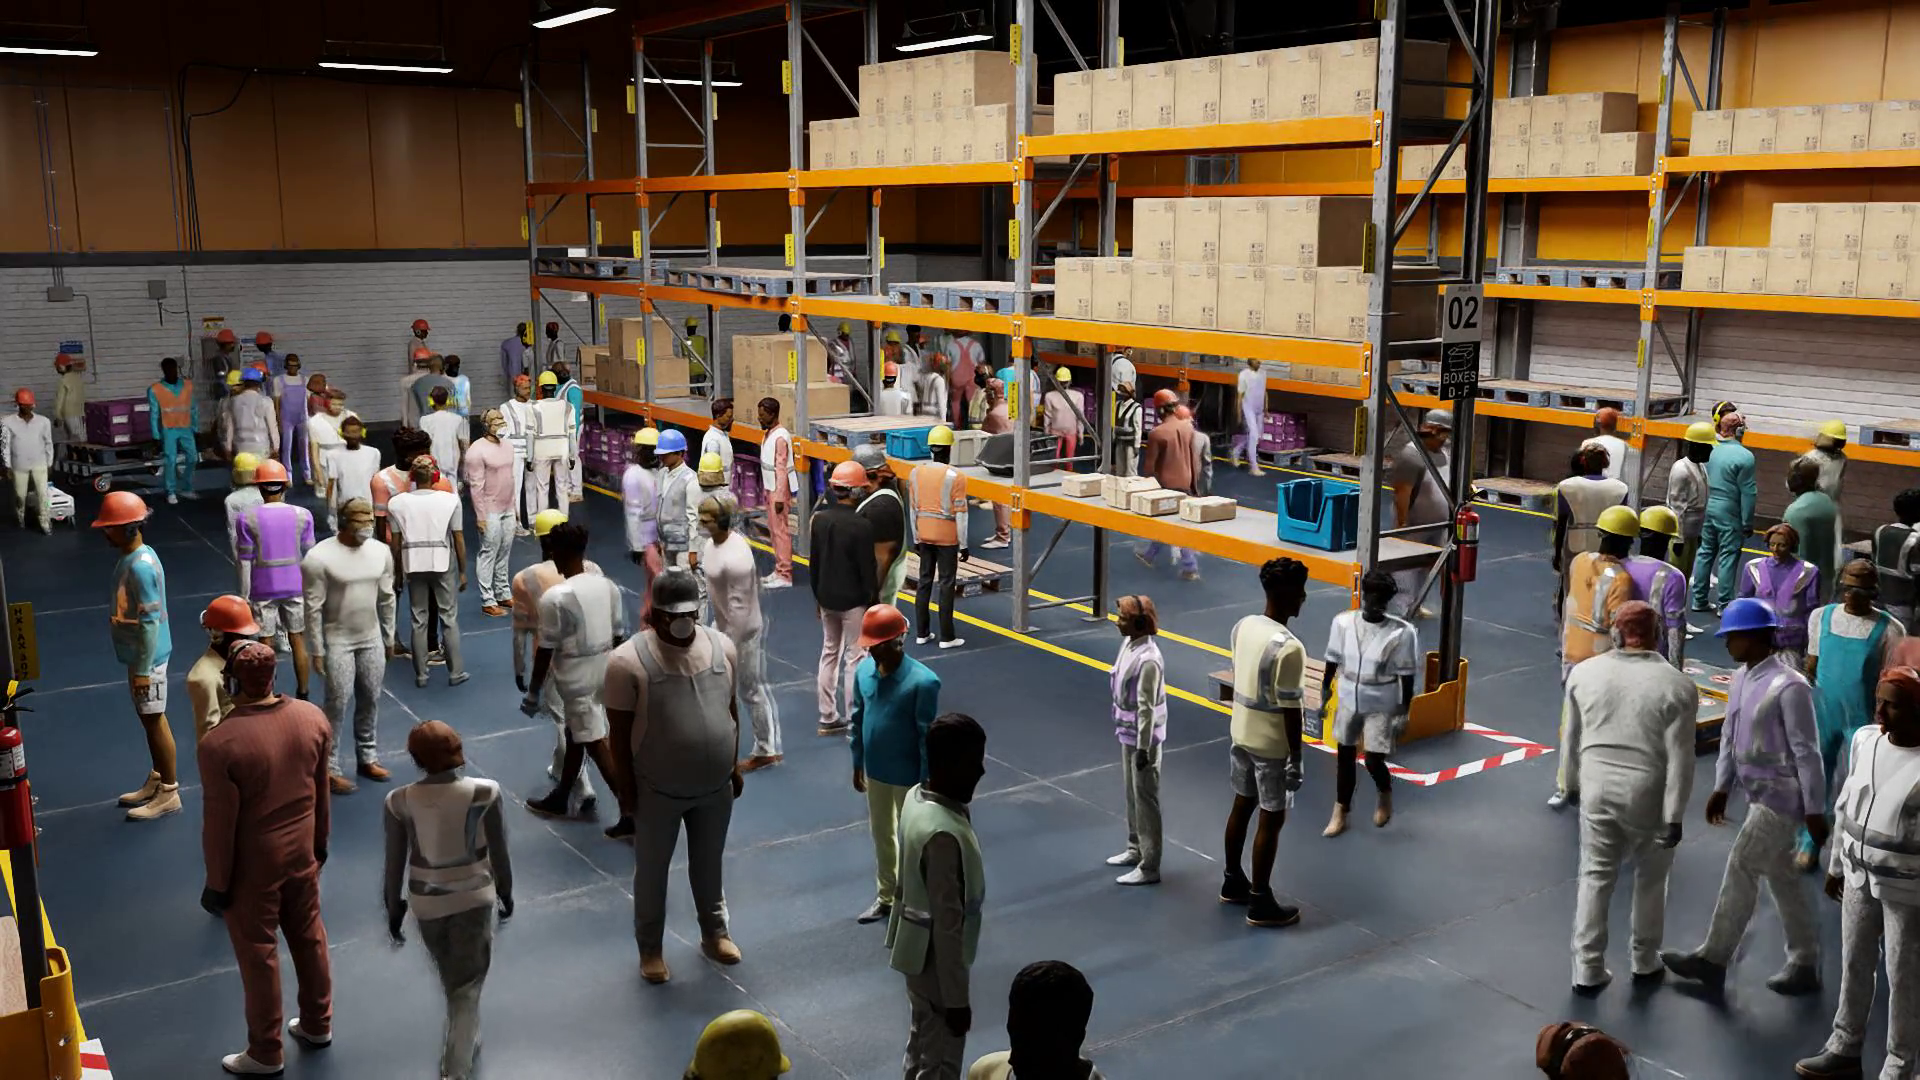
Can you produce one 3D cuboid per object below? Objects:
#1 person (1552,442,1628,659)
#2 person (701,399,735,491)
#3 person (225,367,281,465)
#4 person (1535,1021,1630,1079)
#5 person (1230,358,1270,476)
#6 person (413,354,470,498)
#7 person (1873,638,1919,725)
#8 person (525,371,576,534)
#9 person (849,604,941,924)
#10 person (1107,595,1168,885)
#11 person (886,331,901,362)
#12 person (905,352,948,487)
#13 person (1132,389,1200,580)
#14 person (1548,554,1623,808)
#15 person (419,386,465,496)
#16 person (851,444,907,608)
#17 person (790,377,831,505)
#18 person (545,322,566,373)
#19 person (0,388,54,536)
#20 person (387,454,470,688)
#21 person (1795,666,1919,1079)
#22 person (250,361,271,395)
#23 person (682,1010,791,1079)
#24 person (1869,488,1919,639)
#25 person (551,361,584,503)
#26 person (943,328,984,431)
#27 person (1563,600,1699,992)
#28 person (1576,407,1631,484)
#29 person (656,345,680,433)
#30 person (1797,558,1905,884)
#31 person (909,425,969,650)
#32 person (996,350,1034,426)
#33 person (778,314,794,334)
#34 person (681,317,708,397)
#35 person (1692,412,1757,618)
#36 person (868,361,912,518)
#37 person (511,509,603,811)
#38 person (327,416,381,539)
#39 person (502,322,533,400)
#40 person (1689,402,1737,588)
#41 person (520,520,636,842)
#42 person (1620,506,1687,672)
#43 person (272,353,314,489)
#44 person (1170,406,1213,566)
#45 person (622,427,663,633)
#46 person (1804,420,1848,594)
[{"bbox_3d":[5.229,0.111,13.823,0.560,1.837,0.388,1,11,5],"label":"person"},{"bbox_3d":[-2.405,-0.457,16.542,0.402,1.909,0.599,0,11,-1],"label":"person"},{"bbox_3d":[-8.481,-1.096,19.844,0.645,1.897,0.832,2,11,11],"label":"person"},{"bbox_3d":[1.598,2.055,4.402,0.529,1.620,0.499,-6,12,-27],"label":"person"},{"bbox_3d":[4.157,-1.849,23.875,0.527,1.825,0.704,-8,14,-36],"label":"person"},{"bbox_3d":[-6.763,-1.466,21.680,0.648,1.902,0.879,3,12,16],"label":"person"},{"bbox_3d":[5.250,1.125,8.932,0.632,1.723,0.348,9,14,37],"label":"person"},{"bbox_3d":[-4.750,-0.998,19.298,0.590,1.914,0.400,-7,13,-32],"label":"person"},{"bbox_3d":[-0.359,1.177,8.609,0.577,1.737,0.355,9,14,39],"label":"person"},{"bbox_3d":[0.997,1.103,9.266,0.313,1.633,0.517,-1,11,-7],"label":"person"},{"bbox_3d":[-1.134,-2.654,28.164,0.336,1.761,0.534,4,12,19],"label":"person"},{"bbox_3d":[-0.432,-1.638,22.751,0.910,1.854,0.628,-3,11,-16],"label":"person"},{"bbox_3d":[2.139,-0.585,17.139,0.626,1.923,1.071,-9,14,-37],"label":"person"},{"bbox_3d":[3.944,0.895,10.346,0.513,1.612,0.624,8,14,37],"label":"person"},{"bbox_3d":[-5.768,-0.795,18.484,0.557,1.816,0.942,-7,13,-34],"label":"person"},{"bbox_3d":[-0.664,0.274,12.451,0.536,2.000,0.684,0,11,0],"label":"person"},{"bbox_3d":[-1.940,-1.449,21.266,0.673,2.000,0.536,-3,11,-16],"label":"person"},{"bbox_3d":[-6.961,-2.820,28.685,0.337,1.883,0.584,-6,12,-27],"label":"person"},{"bbox_3d":[-10.874,-0.927,19.398,0.559,1.724,0.738,-8,14,-37],"label":"person"},{"bbox_3d":[-4.166,0.254,13.049,0.564,1.846,0.394,-1,11,-7],"label":"person"},{"bbox_3d":[3.849,1.436,6.909,0.354,1.883,0.573,-4,12,-18],"label":"person"},{"bbox_3d":[-9.570,-1.556,22.627,0.379,1.731,0.702,0,11,0],"label":"person"},{"bbox_3d":[-0.579,2.027,4.282,0.489,1.730,0.324,10,15,42],"label":"person"},{"bbox_3d":[7.014,0.448,12.464,0.322,1.690,0.534,-2,11,-11],"label":"person"},{"bbox_3d":[-5.117,-1.411,21.630,0.429,1.831,0.632,-8,13,-34],"label":"person"},{"bbox_3d":[0.038,-2.698,27.661,0.705,2.000,1.054,-3,11,-14],"label":"person"},{"bbox_3d":[3.198,1.230,8.007,0.663,1.866,0.717,9,14,39],"label":"person"},{"bbox_3d":[6.202,-0.350,16.085,0.602,1.869,0.477,-5,12,-23],"label":"person"},{"bbox_3d":[-4.945,-2.646,27.938,0.504,1.838,0.338,0,11,0],"label":"person"},{"bbox_3d":[4.937,0.996,9.272,0.345,1.840,0.502,-9,14,-40],"label":"person"},{"bbox_3d":[-0.169,-0.028,14.318,0.588,1.919,0.403,8,13,34],"label":"person"},{"bbox_3d":[0.768,-1.790,23.513,0.564,1.846,0.390,5,12,24],"label":"person"},{"bbox_3d":[-3.153,-3.171,30.389,0.392,1.922,0.592,-1,11,-3],"label":"person"},{"bbox_3d":[-4.697,-2.965,29.339,0.379,1.919,0.586,9,14,39],"label":"person"},{"bbox_3d":[7.086,-0.231,15.383,0.408,1.905,0.653,-5,12,-23],"label":"person"},{"bbox_3d":[-0.860,-1.212,20.318,0.550,1.937,0.357,-2,11,-12],"label":"person"},{"bbox_3d":[-2.499,0.743,10.504,0.591,1.874,0.988,-7,13,-33],"label":"person"},{"bbox_3d":[-5.792,-0.291,15.934,0.525,1.818,1.002,-4,12,-18],"label":"person"},{"bbox_3d":[-7.514,-2.796,28.526,0.653,1.887,0.482,0,11,1],"label":"person"},{"bbox_3d":[7.543,-0.456,16.637,0.535,1.864,0.309,-9,14,-39],"label":"person"},{"bbox_3d":[-2.246,0.839,9.938,1.015,1.913,0.612,5,12,23],"label":"person"},{"bbox_3d":[4.270,0.738,10.395,0.381,1.917,0.586,-7,13,-31],"label":"person"},{"bbox_3d":[-9.076,-1.628,22.702,0.504,1.840,0.345,-9,14,-38],"label":"person"},{"bbox_3d":[2.409,-0.605,17.826,0.598,1.716,0.638,-1,11,-5],"label":"person"},{"bbox_3d":[-2.557,-0.005,14.260,0.625,1.894,0.615,2,11,12],"label":"person"},{"bbox_3d":[8.529,-0.329,16.396,0.493,1.705,0.770,-2,11,-9],"label":"person"}]
